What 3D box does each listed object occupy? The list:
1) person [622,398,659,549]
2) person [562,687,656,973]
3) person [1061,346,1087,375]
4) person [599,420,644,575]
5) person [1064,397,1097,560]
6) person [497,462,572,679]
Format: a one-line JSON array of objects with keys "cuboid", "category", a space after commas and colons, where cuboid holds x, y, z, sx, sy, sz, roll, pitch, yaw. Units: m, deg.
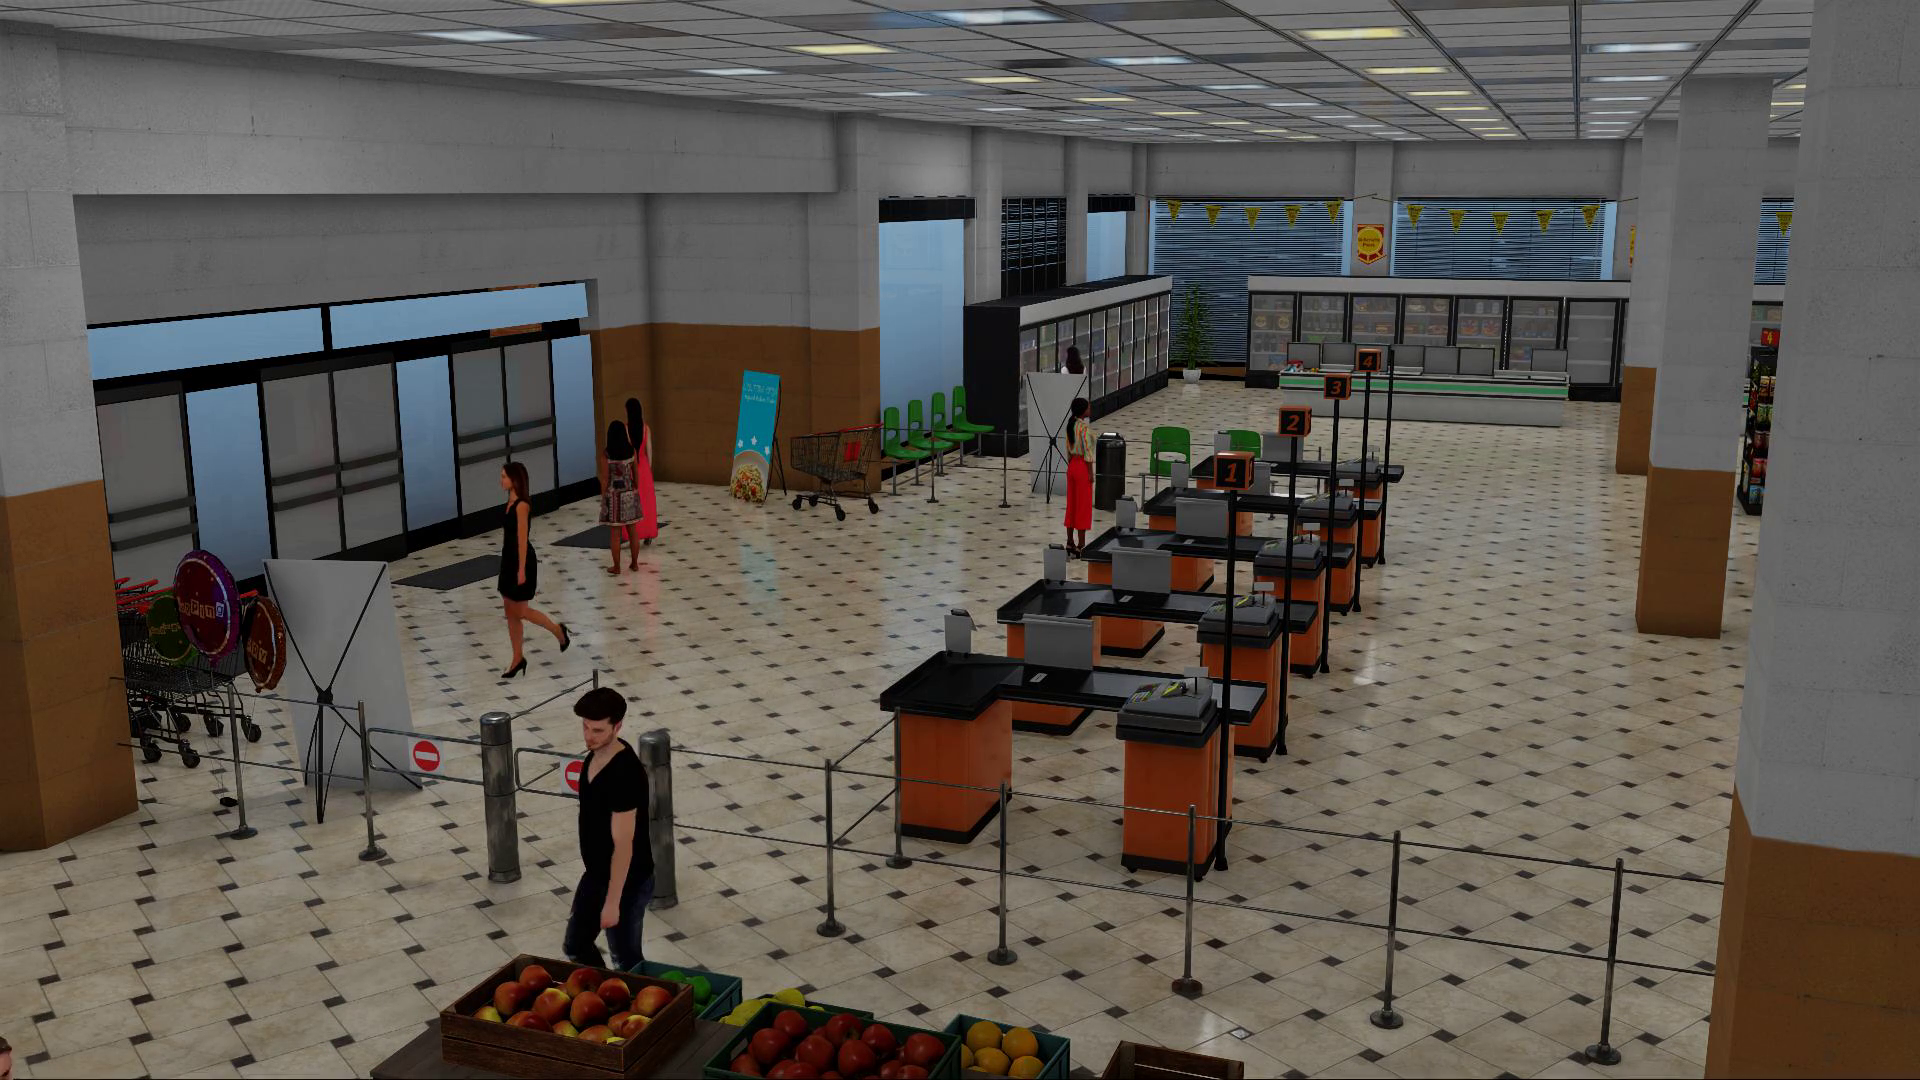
[{"cuboid": [-3.698, -0.761, 18.974, 0.712, 1.725, 0.731, -10, 15, -39], "category": "person"}, {"cuboid": [-1.481, 1.552, 7.650, 0.911, 1.864, 0.849, -5, 13, -23], "category": "person"}, {"cuboid": [1.733, -2.109, 25.471, 0.684, 1.685, 0.716, -8, 14, -32], "category": "person"}, {"cuboid": [-3.625, -0.466, 17.765, 0.724, 1.645, 0.733, -8, 15, -35], "category": "person"}, {"cuboid": [1.331, -0.698, 18.512, 0.744, 1.792, 0.660, -7, 14, -31], "category": "person"}, {"cuboid": [-3.593, 0.264, 13.868, 0.920, 1.822, 0.892, -7, 14, -31], "category": "person"}]
